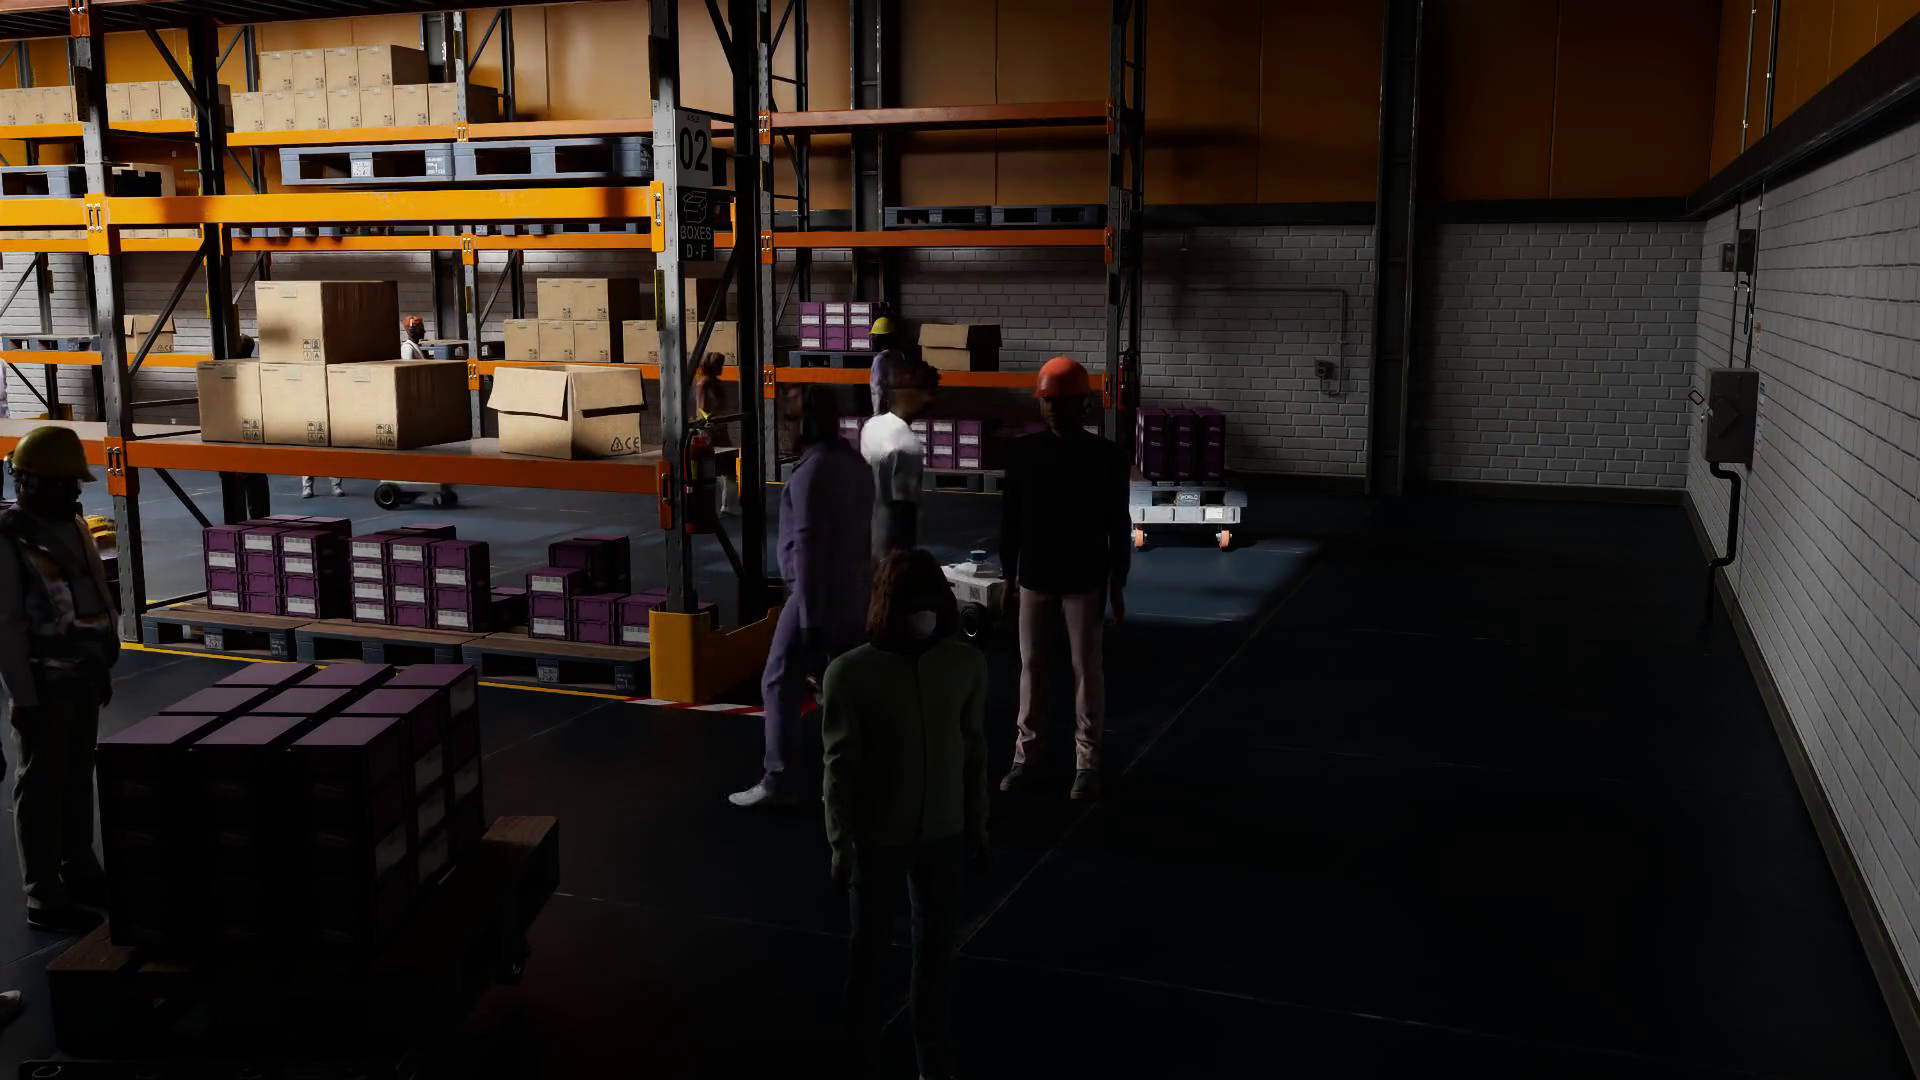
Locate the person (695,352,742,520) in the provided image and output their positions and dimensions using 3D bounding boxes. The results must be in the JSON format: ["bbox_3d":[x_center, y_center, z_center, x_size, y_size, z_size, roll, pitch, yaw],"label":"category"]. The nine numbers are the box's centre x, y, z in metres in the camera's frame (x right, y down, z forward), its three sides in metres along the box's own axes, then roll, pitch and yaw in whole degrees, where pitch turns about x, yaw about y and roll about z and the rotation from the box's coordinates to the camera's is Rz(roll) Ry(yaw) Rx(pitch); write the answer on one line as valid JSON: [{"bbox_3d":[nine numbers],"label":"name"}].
[{"bbox_3d":[-2.300,-0.987,15.970,0.533,1.624,0.530,3,10,20],"label":"person"}]

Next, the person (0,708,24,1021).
[{"bbox_3d":[-3.233,0.603,5.053,0.593,1.920,0.392,-2,9,-9],"label":"person"}]

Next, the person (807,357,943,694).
[{"bbox_3d":[-0.460,-0.016,8.929,0.718,1.930,0.669,-4,10,-25],"label":"person"}]

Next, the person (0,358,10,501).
[{"bbox_3d":[-9.305,-1.138,15.929,0.354,1.939,0.544,3,9,16],"label":"person"}]

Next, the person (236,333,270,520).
[{"bbox_3d":[-6.377,-0.924,14.871,0.345,1.847,0.506,-1,9,-9],"label":"person"}]

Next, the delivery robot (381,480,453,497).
[{"bbox_3d":[-5.497,-0.644,16.860,0.707,0.478,0.477,1,9,4],"label":"delivery robot"}]

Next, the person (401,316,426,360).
[{"bbox_3d":[-6.339,-1.665,19.405,0.353,1.883,0.578,-2,9,-13],"label":"person"}]

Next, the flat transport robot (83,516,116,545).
[{"bbox_3d":[-8.114,-0.082,14.511,1.431,0.197,0.652,1,9,5],"label":"flat transport robot"}]

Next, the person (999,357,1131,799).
[{"bbox_3d":[0.459,0.174,7.504,0.610,1.996,0.384,4,10,22],"label":"person"}]

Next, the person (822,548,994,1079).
[{"bbox_3d":[-0.135,0.826,4.547,0.500,1.633,0.280,-5,10,-29],"label":"person"}]

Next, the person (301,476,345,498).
[{"bbox_3d":[-6.785,-1.416,17.652,0.605,1.944,0.402,-4,10,-22],"label":"person"}]

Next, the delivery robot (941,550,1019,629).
[{"bbox_3d":[0.119,0.311,10.861,0.477,0.478,0.707,-7,11,-37],"label":"delivery robot"}]

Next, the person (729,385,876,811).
[{"bbox_3d":[-0.677,0.264,7.288,0.784,1.877,0.664,4,10,23],"label":"person"}]

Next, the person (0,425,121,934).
[{"bbox_3d":[-3.266,0.495,6.036,0.403,1.823,0.586,0,9,-2],"label":"person"}]

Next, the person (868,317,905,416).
[{"bbox_3d":[-0.759,-1.305,17.011,0.366,1.927,0.585,3,10,19],"label":"person"}]
